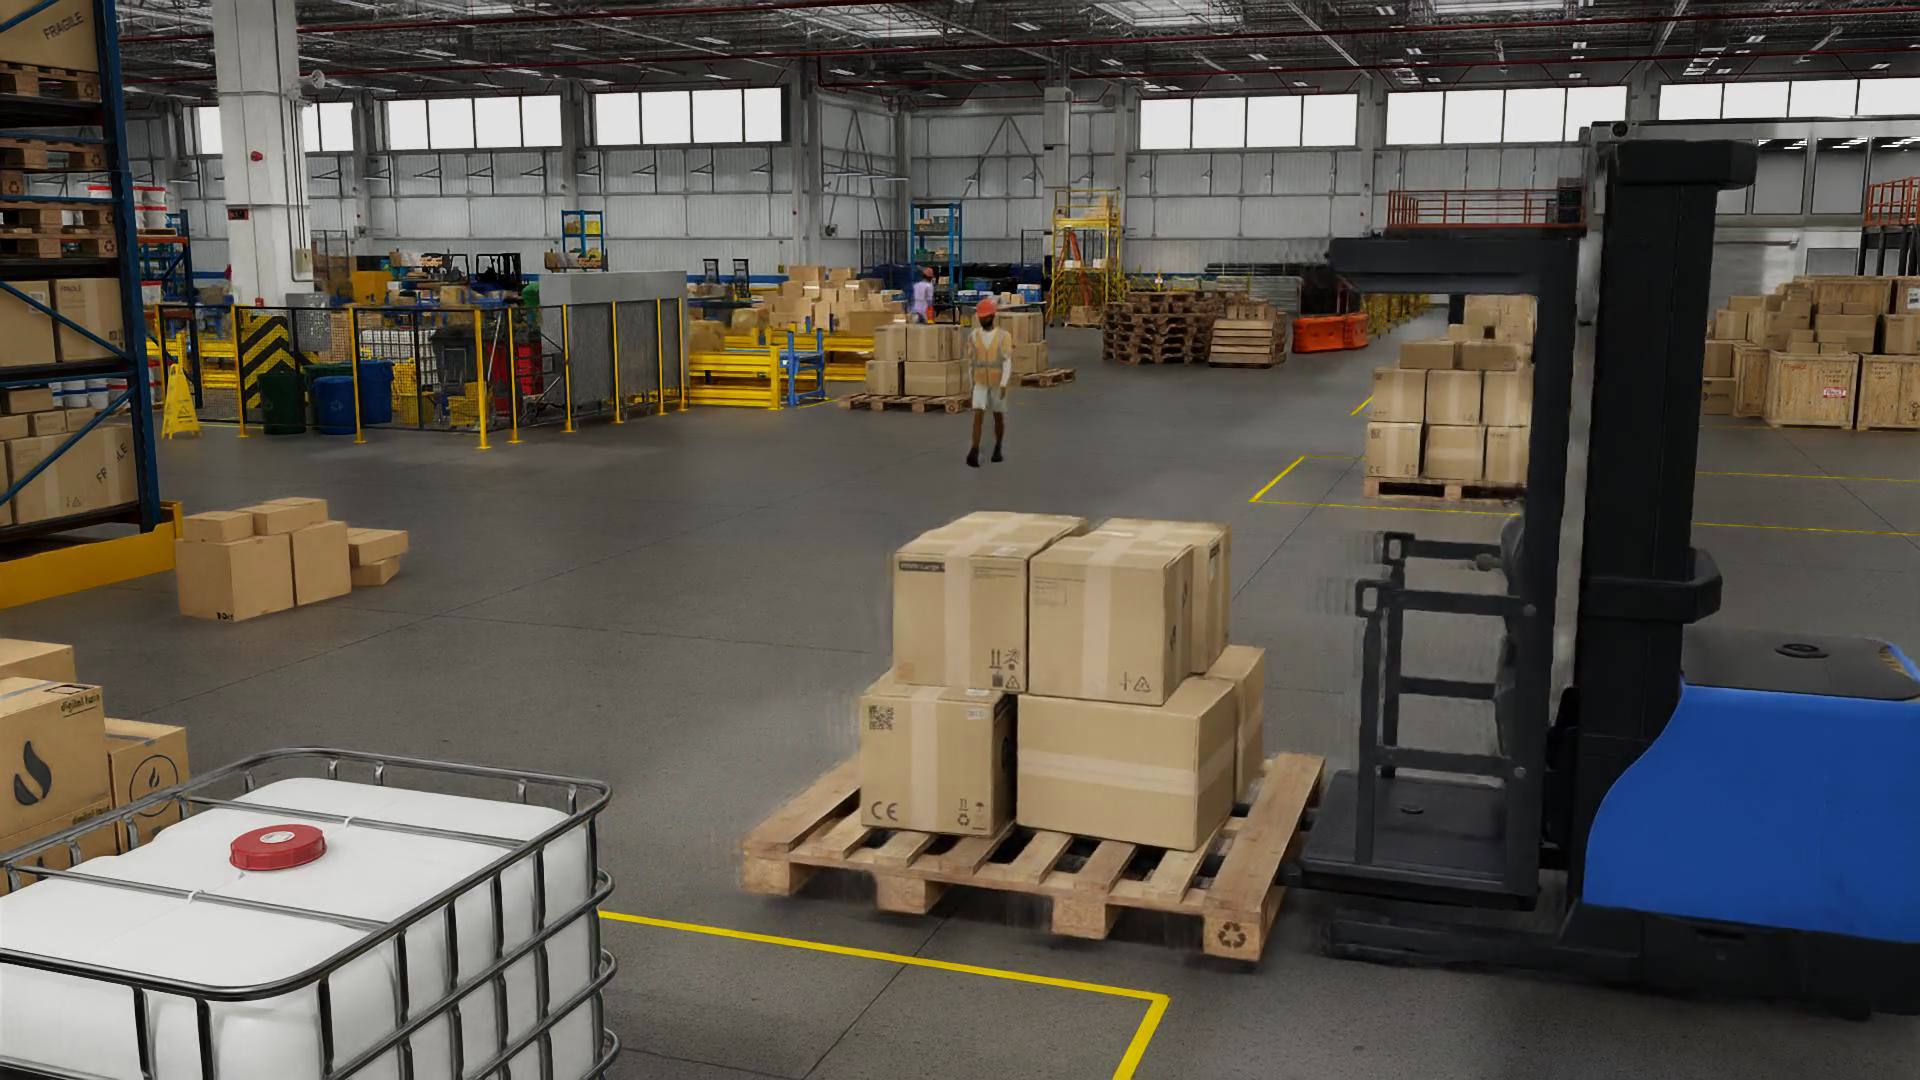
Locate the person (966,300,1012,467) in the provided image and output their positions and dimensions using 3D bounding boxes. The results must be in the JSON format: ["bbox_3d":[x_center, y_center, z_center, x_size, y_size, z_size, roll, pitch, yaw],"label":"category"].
[{"bbox_3d":[0.318,-1.778,18.903,0.549,1.883,0.976,3,10,15],"label":"person"}]

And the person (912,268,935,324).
[{"bbox_3d":[-0.827,-5.244,38.239,0.644,1.966,0.934,8,13,38],"label":"person"}]

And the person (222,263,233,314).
[{"bbox_3d":[-26.159,-9.062,60.025,0.657,1.854,1.056,6,12,29],"label":"person"}]

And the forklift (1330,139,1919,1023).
[{"bbox_3d":[2.362,0.050,5.789,1.873,2.768,1.129,3,11,19],"label":"forklift"}]

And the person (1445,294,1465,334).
[{"bbox_3d":[9.712,-4.190,32.210,0.670,1.996,0.423,-2,10,-9],"label":"person"}]

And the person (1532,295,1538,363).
[{"bbox_3d":[9.411,-3.386,27.507,0.852,2.000,0.688,2,10,13],"label":"person"}]

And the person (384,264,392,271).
[{"bbox_3d":[-20.618,-9.064,60.187,0.934,1.783,0.609,-7,12,-33],"label":"person"}]

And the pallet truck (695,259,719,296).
[{"bbox_3d":[-9.165,-9.627,62.776,0.823,1.965,1.885,4,11,23],"label":"pallet truck"}]

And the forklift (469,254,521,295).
[{"bbox_3d":[-17.990,-10.121,64.684,1.157,1.987,2.680,3,11,17],"label":"forklift"}]

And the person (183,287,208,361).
[{"bbox_3d":[-15.219,-4.177,33.015,0.787,1.671,0.536,4,11,22],"label":"person"}]

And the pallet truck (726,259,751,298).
[{"bbox_3d":[-7.986,-9.493,62.019,0.823,1.965,1.885,3,11,17],"label":"pallet truck"}]

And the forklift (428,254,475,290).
[{"bbox_3d":[-20.133,-10.254,65.465,1.157,1.987,2.680,3,11,19],"label":"forklift"}]
